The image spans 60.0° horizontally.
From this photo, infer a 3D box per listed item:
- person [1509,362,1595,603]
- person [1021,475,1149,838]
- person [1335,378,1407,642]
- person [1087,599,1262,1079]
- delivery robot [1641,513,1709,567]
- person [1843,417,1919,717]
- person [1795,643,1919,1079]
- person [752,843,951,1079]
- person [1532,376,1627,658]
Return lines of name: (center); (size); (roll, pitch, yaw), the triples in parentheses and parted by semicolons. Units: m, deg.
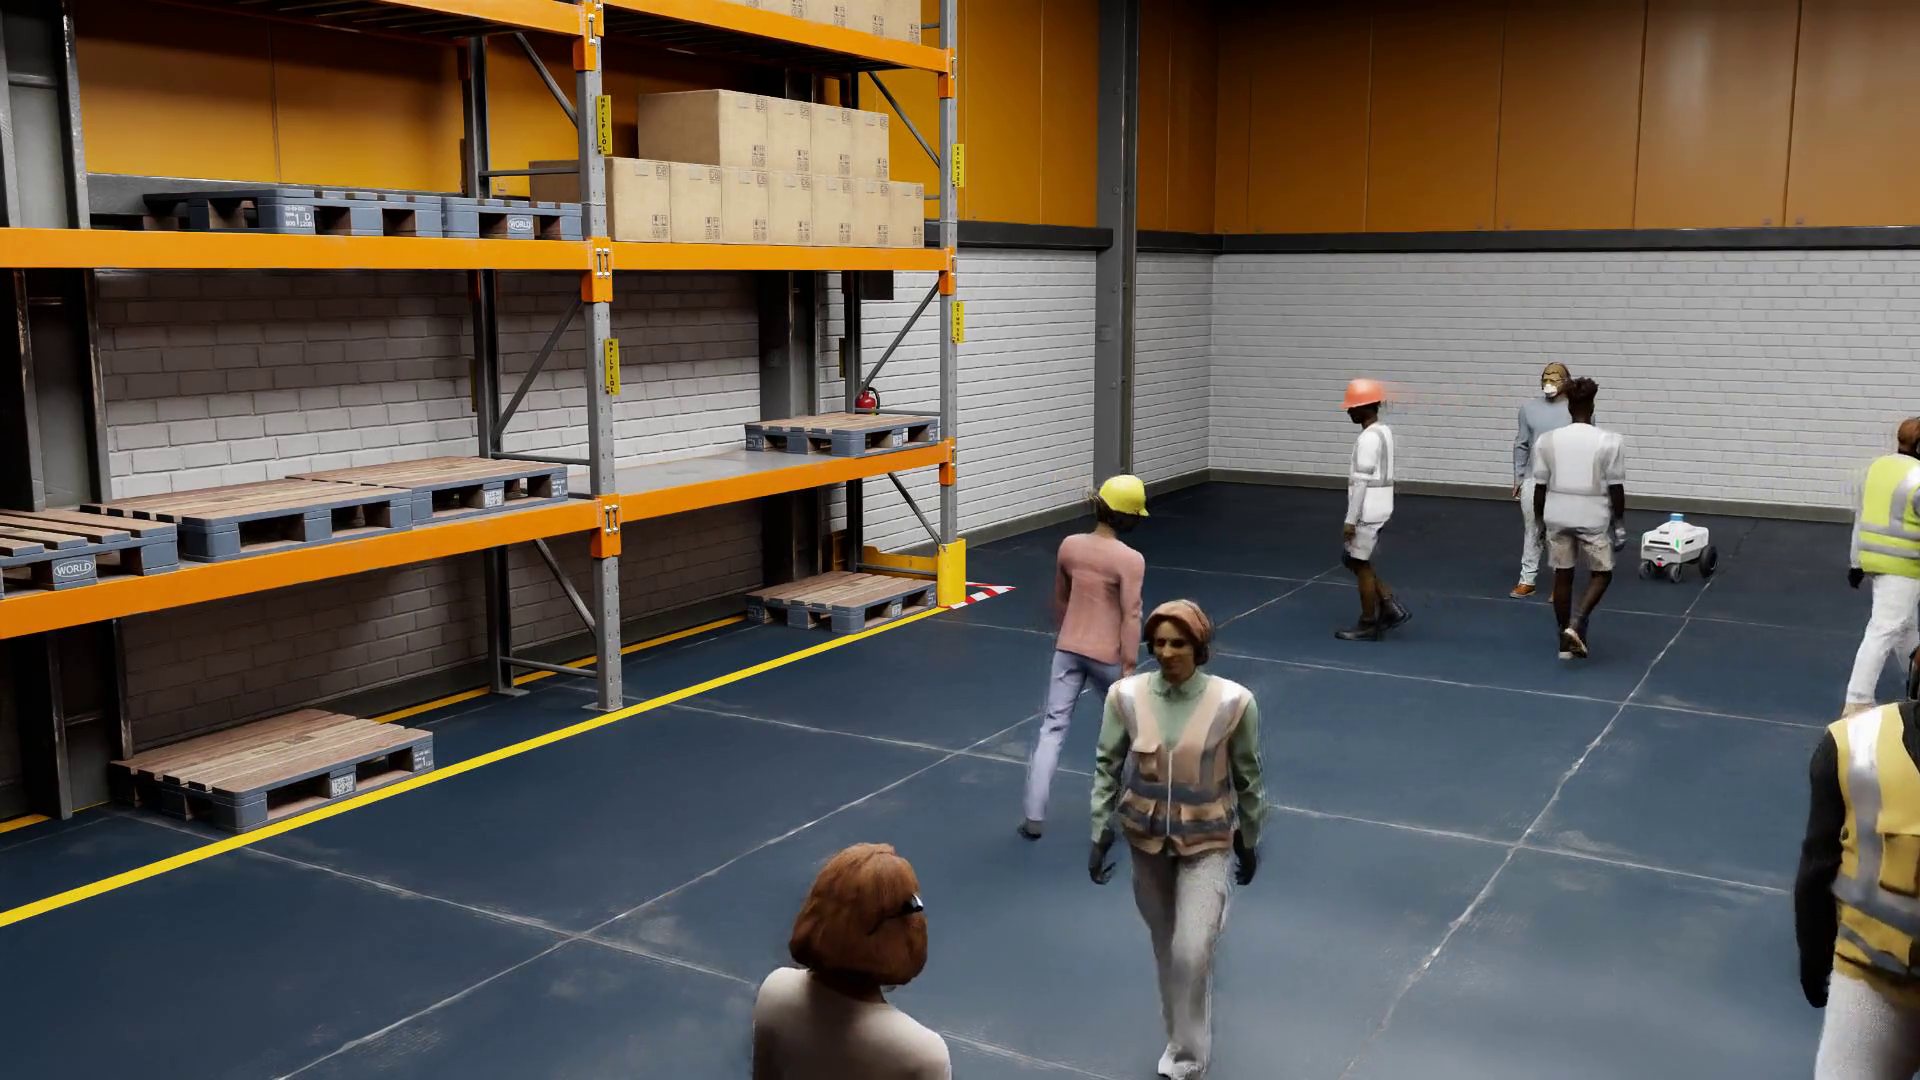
person: (4.764, -0.463, 13.431); (0.632, 1.940, 0.372); (8, 12, 40)
person: (0.619, 0.550, 7.833); (0.565, 1.715, 0.714); (8, 12, 40)
person: (2.906, -0.203, 11.911); (0.427, 1.909, 0.543); (3, 10, 20)
person: (0.658, 0.999, 5.290); (0.535, 1.609, 0.690); (4, 10, 23)
delivery robot: (6.224, 0.013, 14.470); (0.477, 0.478, 0.707); (9, 13, 44)
person: (5.703, 0.172, 9.891); (0.910, 1.802, 0.634); (-1, 9, -3)
person: (2.442, 1.077, 4.179); (0.631, 1.830, 0.528); (5, 10, 27)
person: (-0.216, 1.357, 3.153); (0.860, 1.591, 0.520); (-9, 12, -43)
person: (4.196, -0.135, 11.319); (0.649, 1.956, 0.488); (7, 11, 36)
